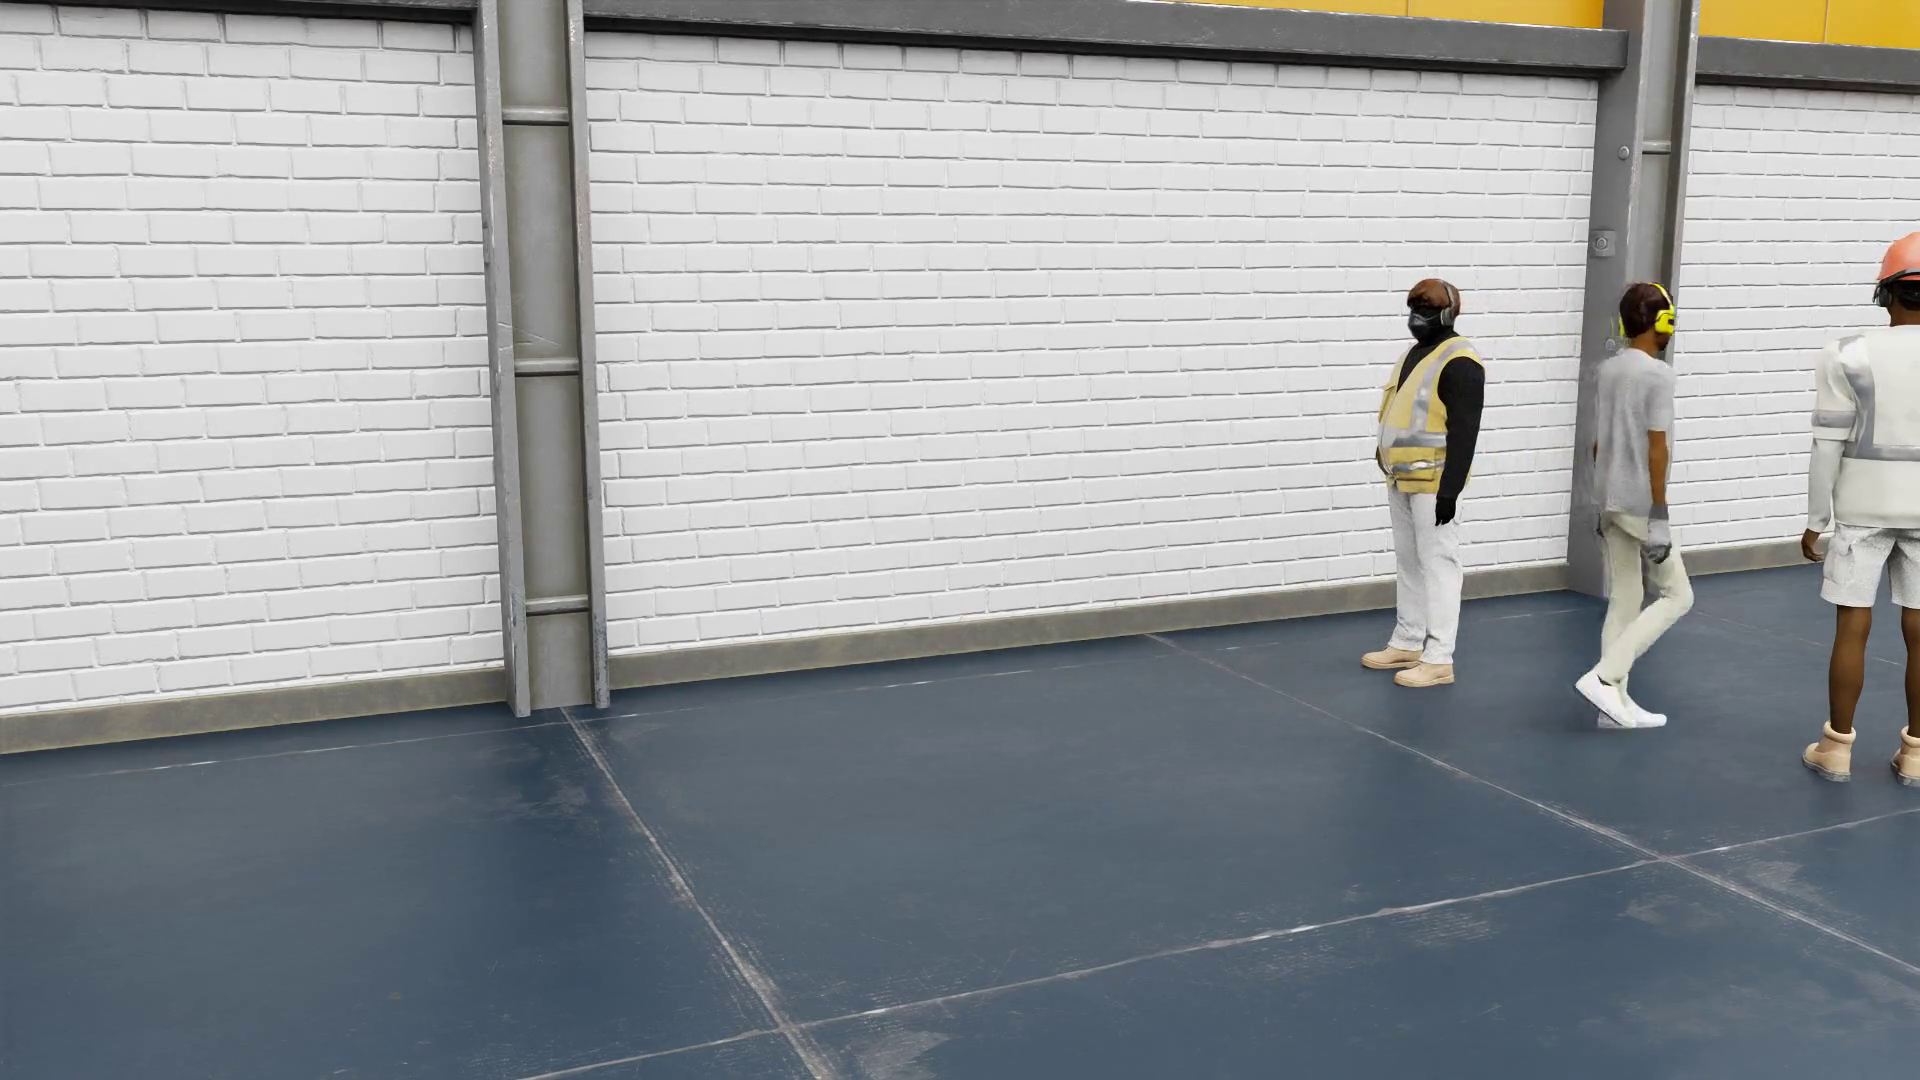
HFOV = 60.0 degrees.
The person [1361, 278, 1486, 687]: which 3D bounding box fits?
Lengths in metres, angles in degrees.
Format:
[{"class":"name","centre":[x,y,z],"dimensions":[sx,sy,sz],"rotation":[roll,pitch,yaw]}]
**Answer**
[{"class":"person","centre":[2.113,-0.261,7.593],"dimensions":[0.429,1.844,0.625],"rotation":[-2,10,-11]}]

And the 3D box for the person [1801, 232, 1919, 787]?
[{"class":"person","centre":[3.444,-0.102,6.156],"dimensions":[0.607,2.044,0.376],"rotation":[3,11,15]}]

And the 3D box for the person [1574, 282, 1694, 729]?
[{"class":"person","centre":[2.792,-0.120,6.801],"dimensions":[0.387,1.844,0.541],"rotation":[-2,10,-9]}]
